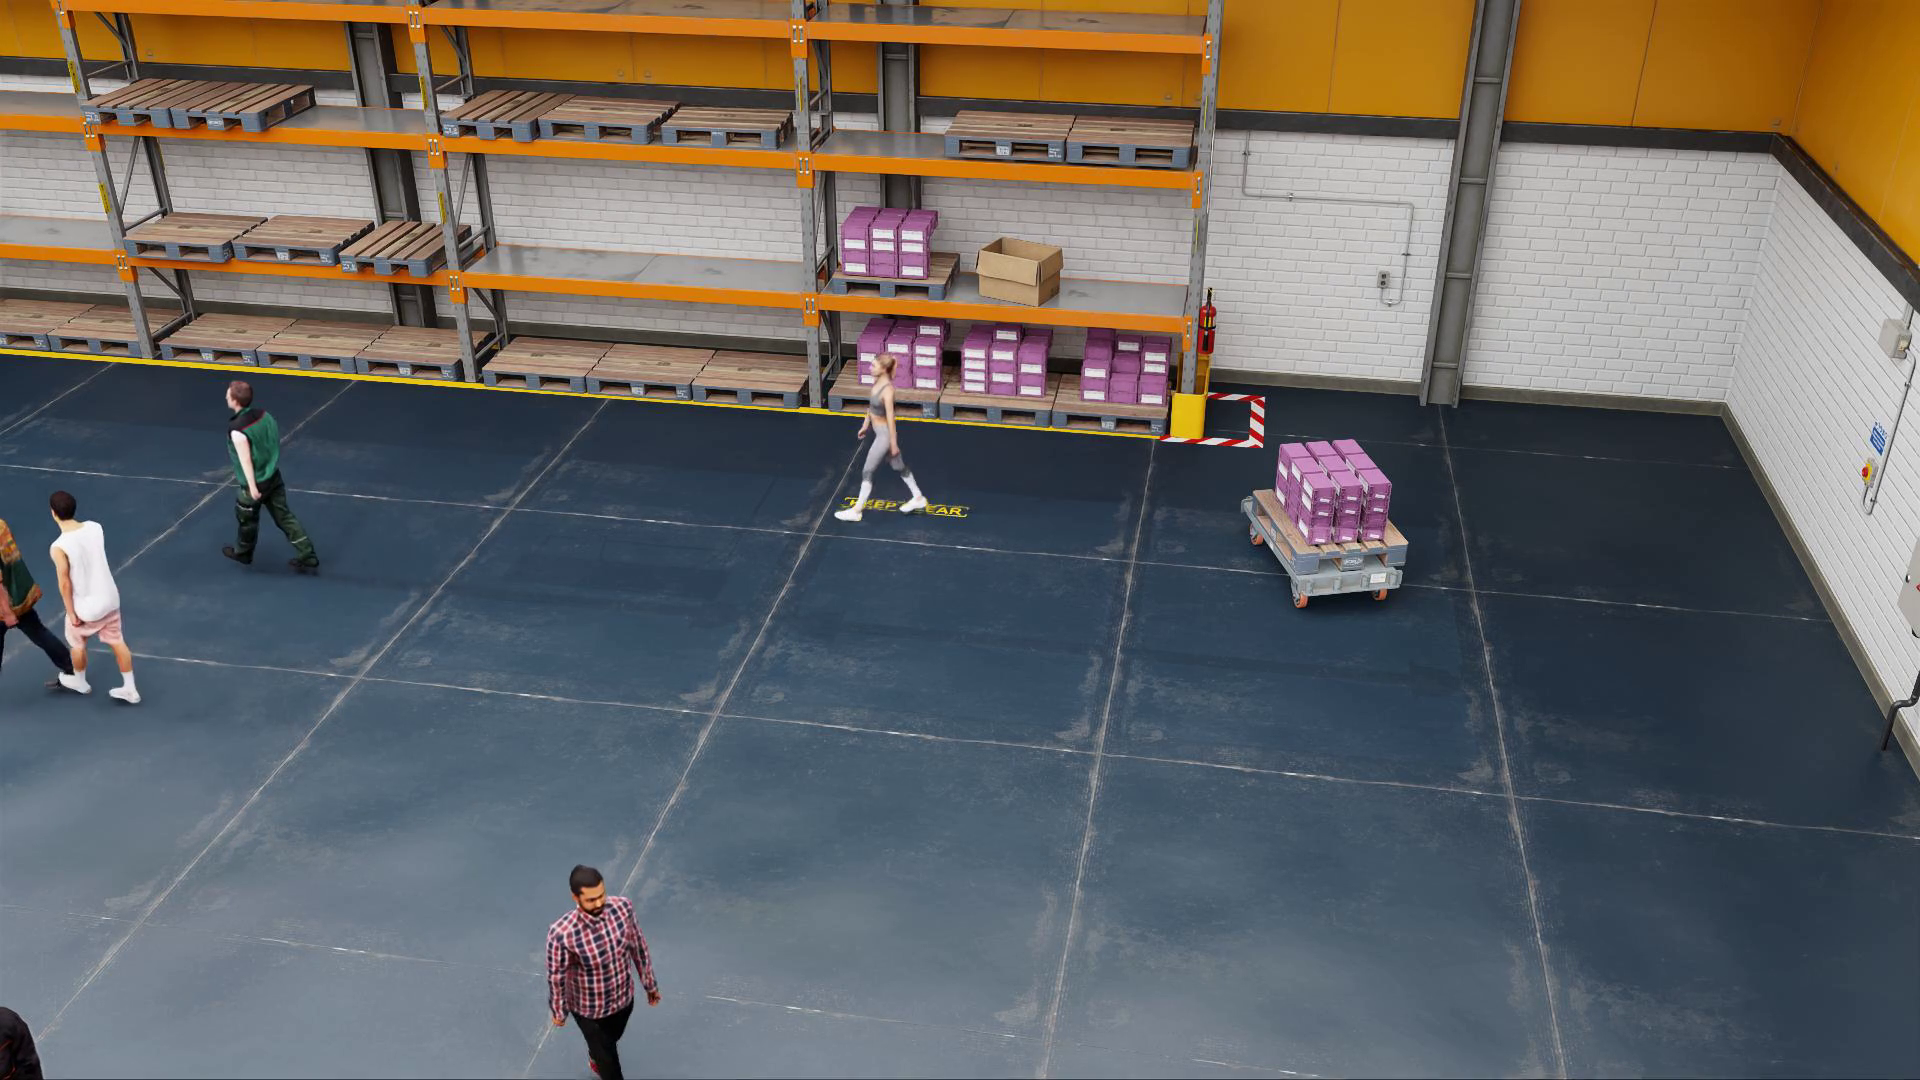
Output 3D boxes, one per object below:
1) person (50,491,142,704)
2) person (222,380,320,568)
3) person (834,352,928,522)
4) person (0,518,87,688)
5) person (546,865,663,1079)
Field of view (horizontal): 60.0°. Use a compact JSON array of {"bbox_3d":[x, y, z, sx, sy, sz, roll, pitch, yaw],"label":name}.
[{"bbox_3d":[-6.589,0.489,12.752,1.027,1.749,0.795,12,31,20],"label":"person"},{"bbox_3d":[-6.059,-0.518,14.549,1.175,1.797,0.718,7,29,13],"label":"person"},{"bbox_3d":[-0.621,-0.953,15.490,1.197,1.658,0.852,-6,29,-10],"label":"person"},{"bbox_3d":[-7.258,0.448,12.821,1.283,1.756,1.032,-8,30,-14],"label":"person"},{"bbox_3d":[-2.004,2.467,9.154,1.208,1.722,1.066,25,37,38],"label":"person"}]
